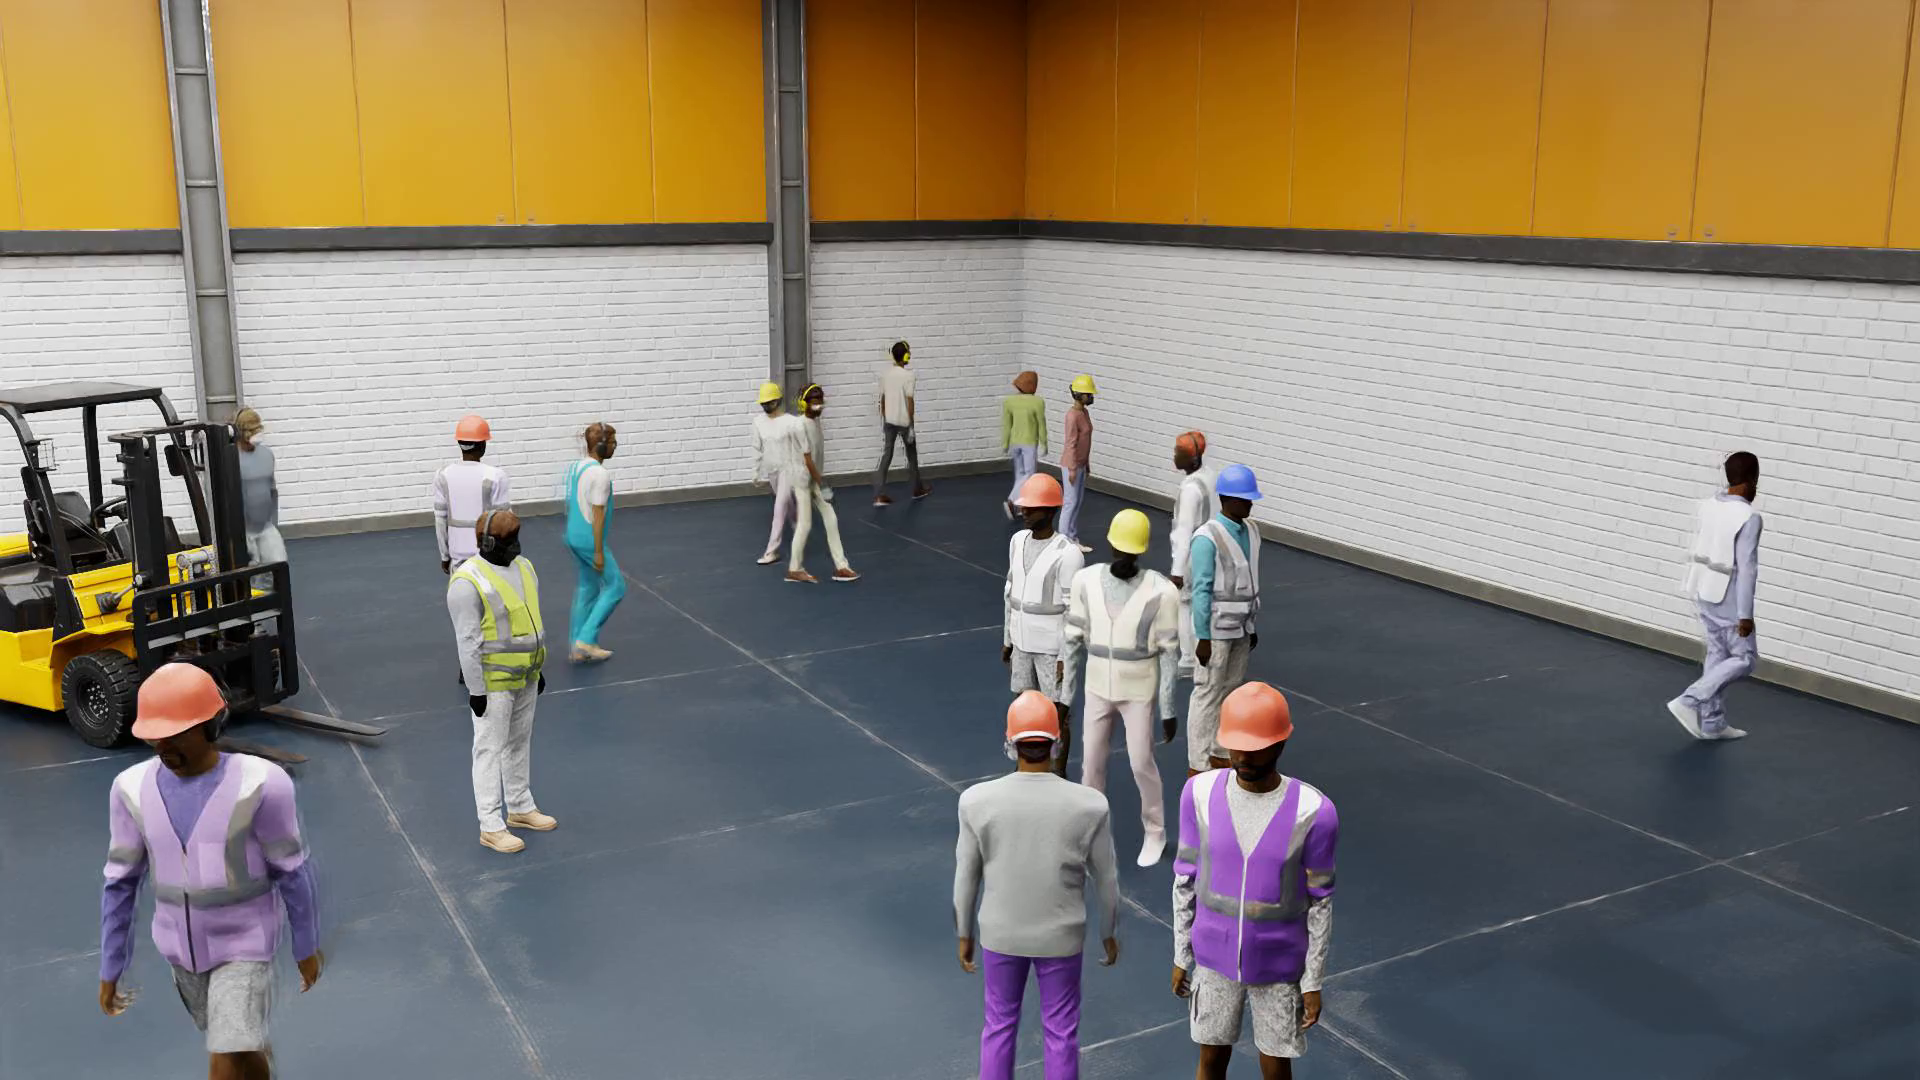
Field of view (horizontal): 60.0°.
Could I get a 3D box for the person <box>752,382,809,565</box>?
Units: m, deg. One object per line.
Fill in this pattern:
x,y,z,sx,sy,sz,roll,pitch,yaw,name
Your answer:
-1.684,-0.671,15.908,0.550,1.714,0.950,7,14,29,person

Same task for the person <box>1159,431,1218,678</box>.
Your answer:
1.663,0.121,11.882,0.380,1.842,0.677,5,13,21,person

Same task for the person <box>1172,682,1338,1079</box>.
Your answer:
0.970,1.409,5.600,0.545,1.938,0.361,5,13,22,person

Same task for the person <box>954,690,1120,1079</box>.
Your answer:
0.278,1.406,6.091,0.587,1.737,0.379,2,12,9,person

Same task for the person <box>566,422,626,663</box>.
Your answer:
-2.700,0.041,12.293,0.432,1.820,0.587,-7,14,-28,person

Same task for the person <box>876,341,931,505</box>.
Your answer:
-0.670,-1.321,18.682,0.545,1.818,0.968,8,14,32,person

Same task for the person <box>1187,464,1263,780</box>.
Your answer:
1.573,0.510,9.788,0.405,1.946,0.609,10,16,39,person

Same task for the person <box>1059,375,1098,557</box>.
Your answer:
1.144,-0.707,15.952,0.355,1.755,0.519,4,13,18,person

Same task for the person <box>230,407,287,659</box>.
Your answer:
-5.306,-0.043,12.456,0.422,1.925,0.629,5,13,23,person

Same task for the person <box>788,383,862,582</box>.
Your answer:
-1.224,-0.480,14.726,0.791,1.824,0.558,5,13,21,person

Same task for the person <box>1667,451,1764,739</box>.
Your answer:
4.830,0.377,10.566,0.488,1.889,0.599,-1,12,-4,person

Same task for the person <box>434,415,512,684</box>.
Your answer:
-3.438,0.071,11.870,0.553,1.935,0.364,1,12,5,person

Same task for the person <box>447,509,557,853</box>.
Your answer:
-2.447,0.738,8.972,0.429,1.844,0.627,4,13,19,person

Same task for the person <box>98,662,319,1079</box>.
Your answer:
-2.558,1.390,5.554,0.640,1.986,1.041,1,12,6,person

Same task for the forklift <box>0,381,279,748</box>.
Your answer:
-5.853,0.085,11.199,2.313,2.155,1.214,7,14,28,forklift

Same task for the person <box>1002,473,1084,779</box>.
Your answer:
0.446,0.577,9.492,0.347,1.943,0.545,-11,17,-43,person

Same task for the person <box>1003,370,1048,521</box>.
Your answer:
0.660,-1.012,17.724,0.505,1.605,0.722,9,15,36,person

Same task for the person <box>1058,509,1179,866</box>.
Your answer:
0.832,0.767,8.674,0.653,1.929,0.419,6,14,27,person
